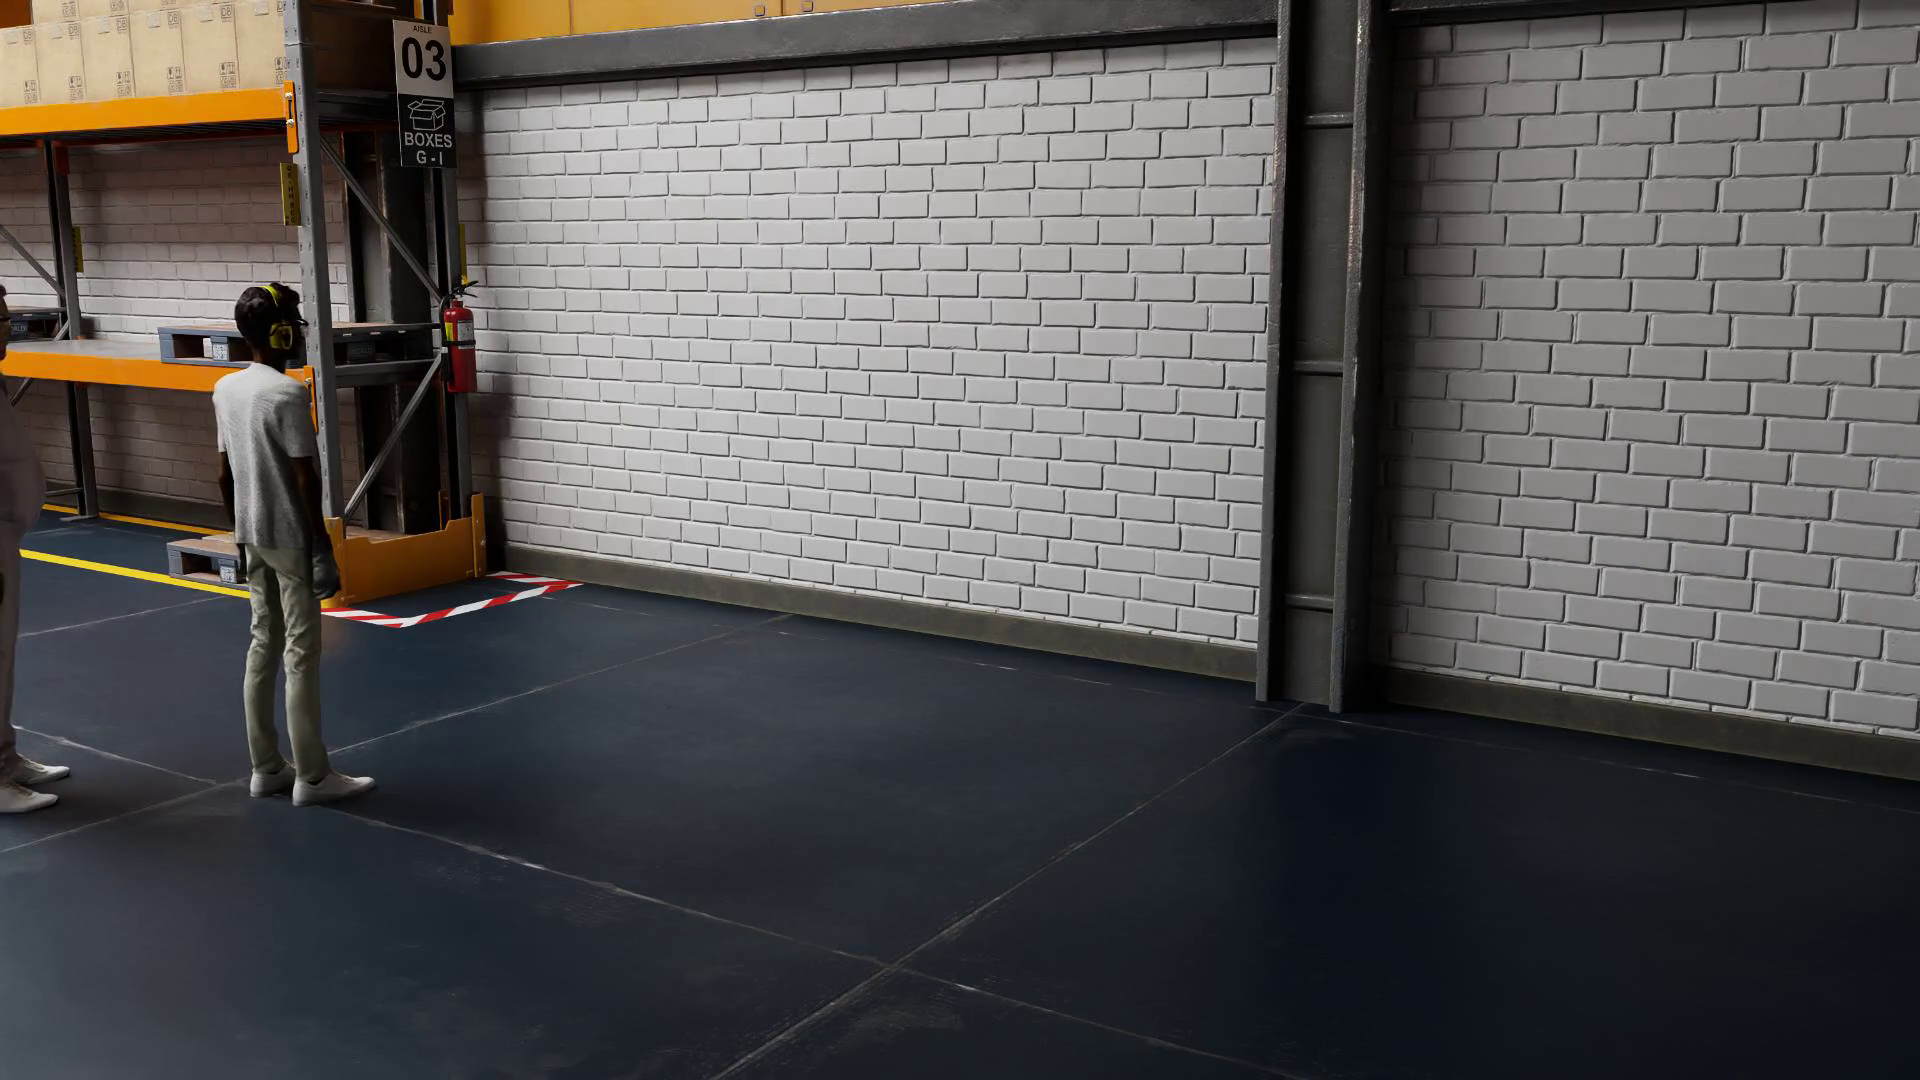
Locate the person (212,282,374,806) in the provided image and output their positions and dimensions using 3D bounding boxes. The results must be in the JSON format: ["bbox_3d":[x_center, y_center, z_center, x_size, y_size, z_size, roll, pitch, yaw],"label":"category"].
[{"bbox_3d":[-2.430,0.020,5.989,0.518,1.874,0.326,6,12,31],"label":"person"}]

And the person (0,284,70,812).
[{"bbox_3d":[-3.451,0.025,5.906,0.399,1.897,0.647,-5,12,-27],"label":"person"}]
